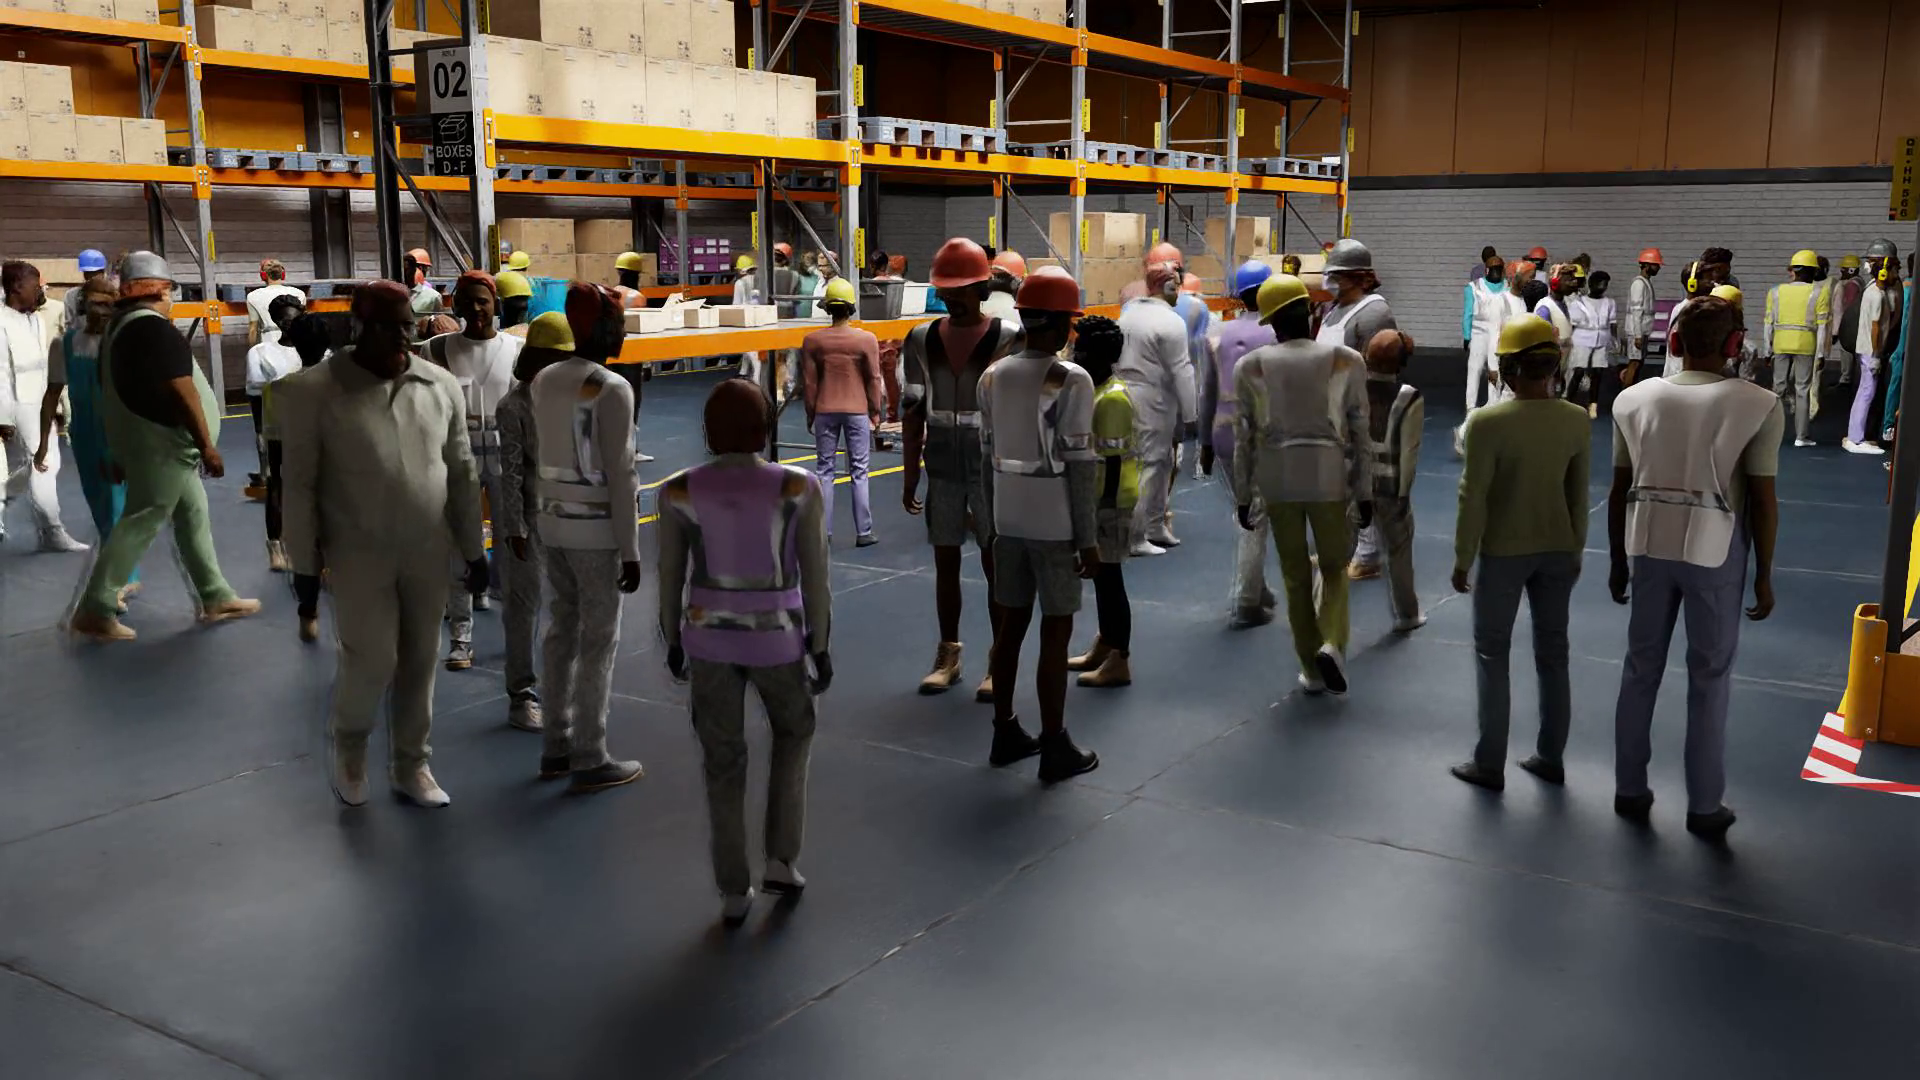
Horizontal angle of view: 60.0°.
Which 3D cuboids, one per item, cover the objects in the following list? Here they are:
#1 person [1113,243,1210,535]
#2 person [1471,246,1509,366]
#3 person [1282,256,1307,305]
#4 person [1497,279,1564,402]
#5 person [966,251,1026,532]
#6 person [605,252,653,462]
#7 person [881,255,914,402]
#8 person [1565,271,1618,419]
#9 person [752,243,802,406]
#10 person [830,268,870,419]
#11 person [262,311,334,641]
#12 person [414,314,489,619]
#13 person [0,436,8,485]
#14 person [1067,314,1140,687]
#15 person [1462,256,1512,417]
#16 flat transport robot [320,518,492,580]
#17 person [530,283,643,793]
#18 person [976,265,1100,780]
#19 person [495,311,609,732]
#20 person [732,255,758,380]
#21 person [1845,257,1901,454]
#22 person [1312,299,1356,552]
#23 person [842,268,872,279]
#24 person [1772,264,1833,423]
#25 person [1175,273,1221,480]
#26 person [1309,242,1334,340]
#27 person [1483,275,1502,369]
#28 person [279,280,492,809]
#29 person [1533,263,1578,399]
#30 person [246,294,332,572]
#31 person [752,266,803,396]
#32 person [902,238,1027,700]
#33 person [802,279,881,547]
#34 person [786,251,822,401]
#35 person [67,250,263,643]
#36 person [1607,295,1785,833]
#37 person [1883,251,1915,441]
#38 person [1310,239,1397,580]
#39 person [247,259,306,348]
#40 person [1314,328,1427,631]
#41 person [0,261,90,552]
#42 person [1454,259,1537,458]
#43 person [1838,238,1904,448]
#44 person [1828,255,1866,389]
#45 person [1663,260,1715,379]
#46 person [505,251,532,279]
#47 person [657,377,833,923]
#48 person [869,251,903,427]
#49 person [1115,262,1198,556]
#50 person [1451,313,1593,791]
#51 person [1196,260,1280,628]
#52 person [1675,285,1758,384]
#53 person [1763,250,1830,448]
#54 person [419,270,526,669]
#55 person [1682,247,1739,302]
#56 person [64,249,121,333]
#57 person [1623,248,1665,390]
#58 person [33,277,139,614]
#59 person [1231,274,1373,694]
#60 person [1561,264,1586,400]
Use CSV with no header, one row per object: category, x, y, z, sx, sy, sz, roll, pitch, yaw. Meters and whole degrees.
person,1.362,-1.014,11.367,0.632,1.985,1.026,-1,10,-5
person,8.403,-3.711,26.503,0.627,1.933,0.368,-2,10,-9
person,3.743,-2.272,18.820,0.353,1.844,0.640,4,11,22
person,4.735,-1.310,13.830,0.540,1.700,0.315,7,12,34
person,0.208,-0.993,11.390,0.636,1.961,0.771,5,11,26
person,-3.047,-1.671,15.256,0.599,1.916,0.415,8,13,37
person,-0.775,-2.653,20.912,0.580,1.832,0.997,7,12,34
person,7.162,-2.193,18.794,0.562,1.668,0.461,-2,10,-10
person,-2.216,-2.617,20.278,0.687,1.994,0.707,-5,11,-25
person,-1.134,-2.182,18.101,0.598,1.908,0.402,-5,11,-24
person,-3.144,-0.288,8.244,0.546,1.677,0.605,-4,11,-23
person,-2.739,-0.394,8.949,0.319,1.631,0.519,4,11,22
person,-7.727,-1.177,12.992,0.354,1.737,0.576,7,12,33
person,0.649,-0.180,7.604,0.320,1.691,0.536,-1,10,-6
person,6.084,-2.327,19.082,0.634,1.839,0.429,0,10,-1
flat transport robot,-3.132,0.066,10.169,0.652,0.197,1.431,7,12,33
person,-1.371,-0.003,6.148,0.574,1.869,0.381,10,14,44
person,0.316,-0.066,6.322,0.385,1.929,0.547,-9,14,-42
person,-1.680,-0.076,6.915,0.319,1.737,0.486,7,13,35
person,-3.037,-3.187,23.950,0.699,1.804,0.609,7,13,36
person,8.706,-1.756,15.852,0.309,1.864,0.535,4,11,22
person,2.494,-0.761,10.798,0.321,1.697,0.529,-5,11,-25
person,-1.346,-2.838,21.483,0.614,1.993,0.395,-3,11,-16
person,9.475,-2.234,18.660,0.616,1.810,0.622,8,13,39
person,1.930,-1.387,14.137,0.566,1.744,0.350,6,12,32
person,6.216,-4.061,28.288,0.616,1.986,0.412,-3,11,-17
person,8.286,-3.460,25.920,0.280,1.636,0.500,-9,14,-41
person,-1.996,0.041,5.835,0.407,1.885,0.653,10,14,43
person,4.880,-1.372,13.819,0.405,1.833,0.571,8,13,37
person,-4.098,-0.661,10.241,0.533,1.697,0.322,-8,13,-38
person,-2.328,-2.625,21.128,0.934,1.686,0.522,-10,14,-43
person,0.022,-0.302,7.344,0.611,2.032,0.411,4,11,20
person,-0.775,-0.828,10.974,0.527,1.772,0.306,1,10,7
person,-1.944,-2.638,20.676,0.662,1.875,1.085,-4,11,-22
person,-4.182,-0.524,8.536,0.988,2.000,0.696,-9,13,-40
person,2.492,0.087,5.720,0.564,1.836,0.386,10,14,44
person,9.559,-1.956,16.813,0.391,1.918,0.587,6,12,30
person,2.312,-0.787,9.993,0.536,2.000,0.687,-1,10,-8
person,-6.728,-1.851,16.462,0.560,1.836,0.393,-7,13,-35
person,2.077,-0.269,8.388,0.507,1.589,0.900,9,13,40
person,-6.097,-0.865,10.824,0.704,1.896,0.608,-1,10,-5
person,4.798,-1.548,14.727,0.598,1.859,0.780,-6,12,-29
person,8.838,-1.904,16.178,0.538,2.000,0.684,6,12,28
person,12.097,-2.964,22.659,0.403,1.824,0.594,7,12,33
person,5.454,-1.151,12.478,0.335,1.873,0.520,6,12,28
person,-5.349,-2.597,20.463,0.398,1.890,0.650,-1,10,-8
person,-0.637,0.325,4.984,0.535,1.623,0.440,0,10,2
person,-0.828,-2.116,17.736,0.602,1.906,0.411,-10,14,-44
person,1.311,-0.834,10.701,0.702,1.876,0.682,-4,11,-23
person,2.069,0.046,6.168,0.542,1.759,0.352,-3,11,-14
person,1.642,-0.514,8.834,0.647,1.906,0.767,9,13,39
person,4.713,-0.712,10.399,0.492,1.742,0.316,9,14,41
person,8.190,-1.868,16.309,0.383,1.923,0.589,-10,14,-44
person,-2.259,-0.331,7.902,0.574,1.883,0.355,-3,11,-18
person,8.690,-2.427,19.360,0.629,1.940,0.372,1,10,4
person,-7.788,-1.651,15.071,0.606,1.938,0.406,0,10,-1
person,7.999,-2.445,19.487,0.387,1.930,0.545,6,12,31
person,-4.726,-0.521,9.122,0.567,1.812,0.627,-1,10,-6
person,1.505,-0.229,7.357,0.630,1.877,0.523,2,10,11
person,7.150,-2.355,19.500,0.483,1.745,0.305,-5,12,-28
